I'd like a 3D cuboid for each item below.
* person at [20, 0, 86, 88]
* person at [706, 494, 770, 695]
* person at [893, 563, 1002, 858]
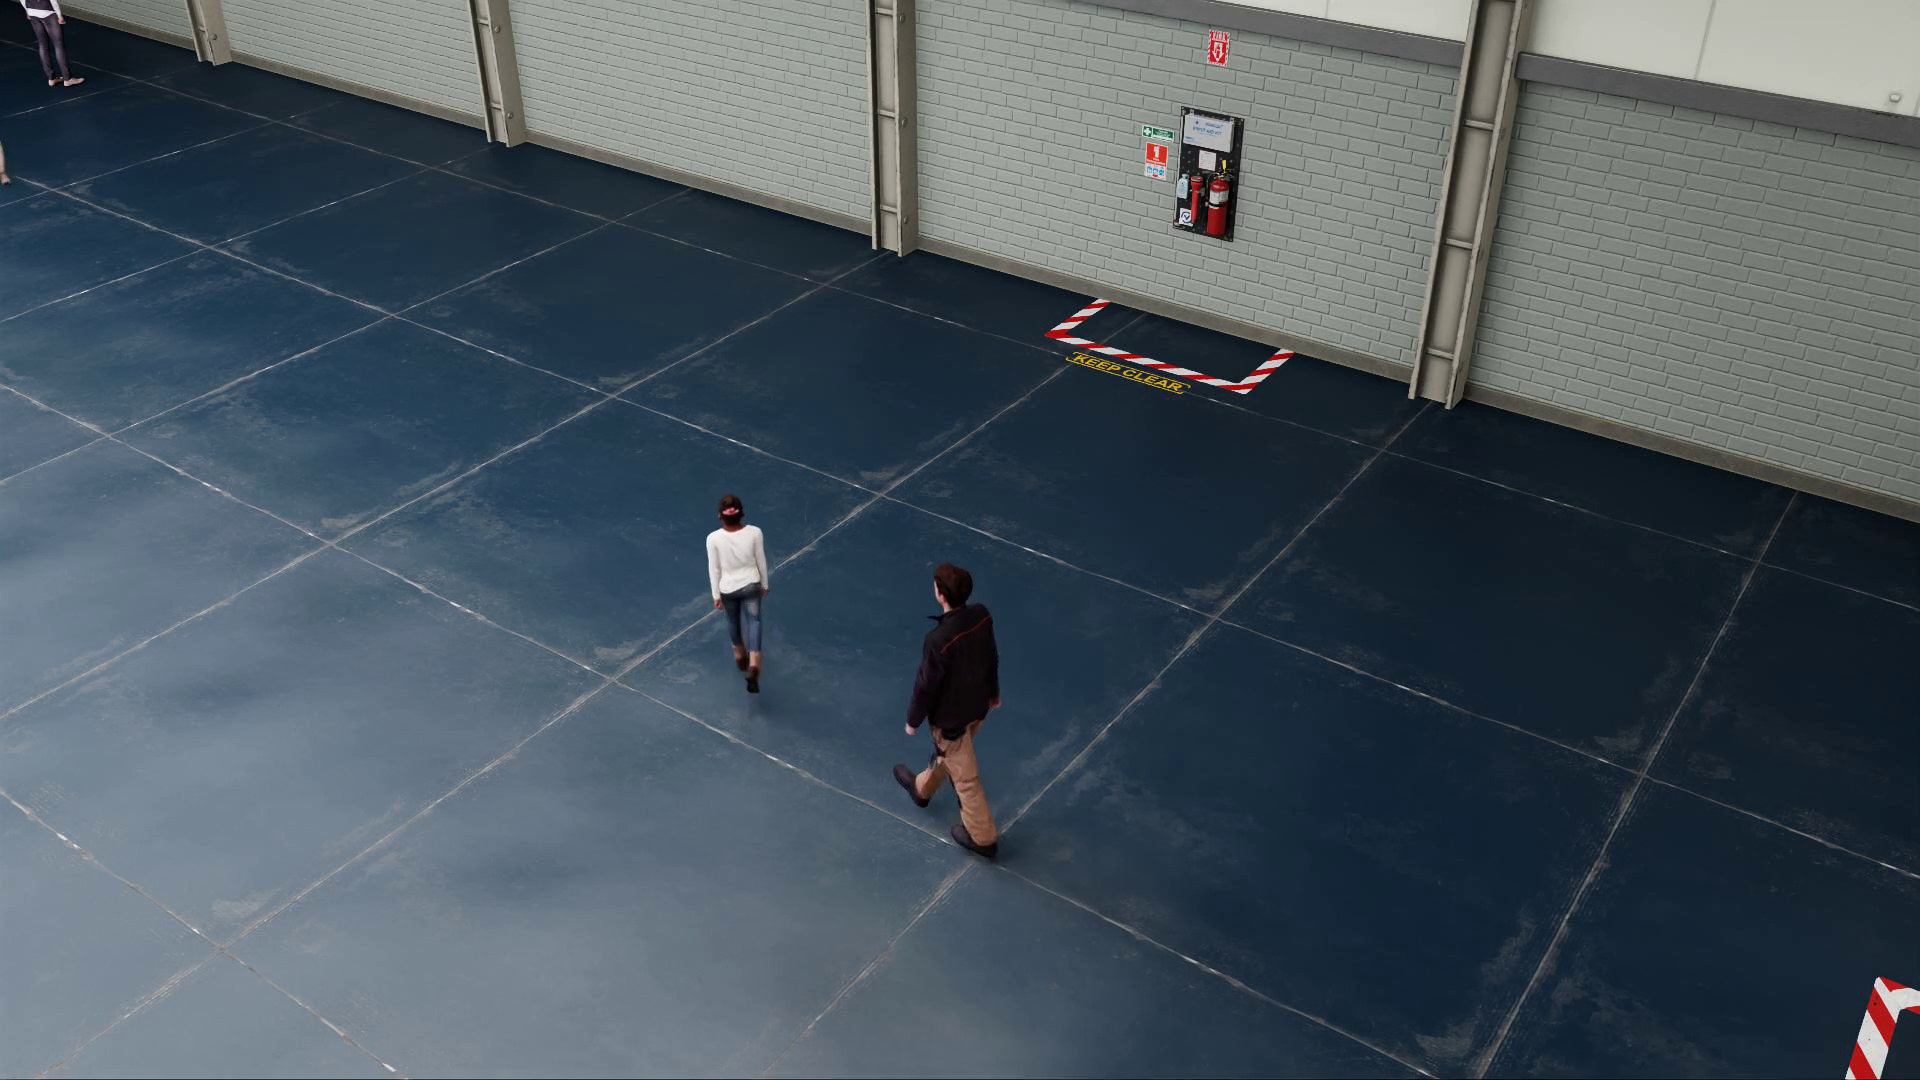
[{"bbox_3d":[-12.156,-6.952,22.068,0.675,1.824,0.832,6,33,10],"label":"person"},{"bbox_3d":[-1.428,0.345,10.862,0.893,1.439,0.936,-5,33,-7],"label":"person"},{"bbox_3d":[0.057,1.019,9.367,1.112,1.894,0.755,23,39,32],"label":"person"}]
